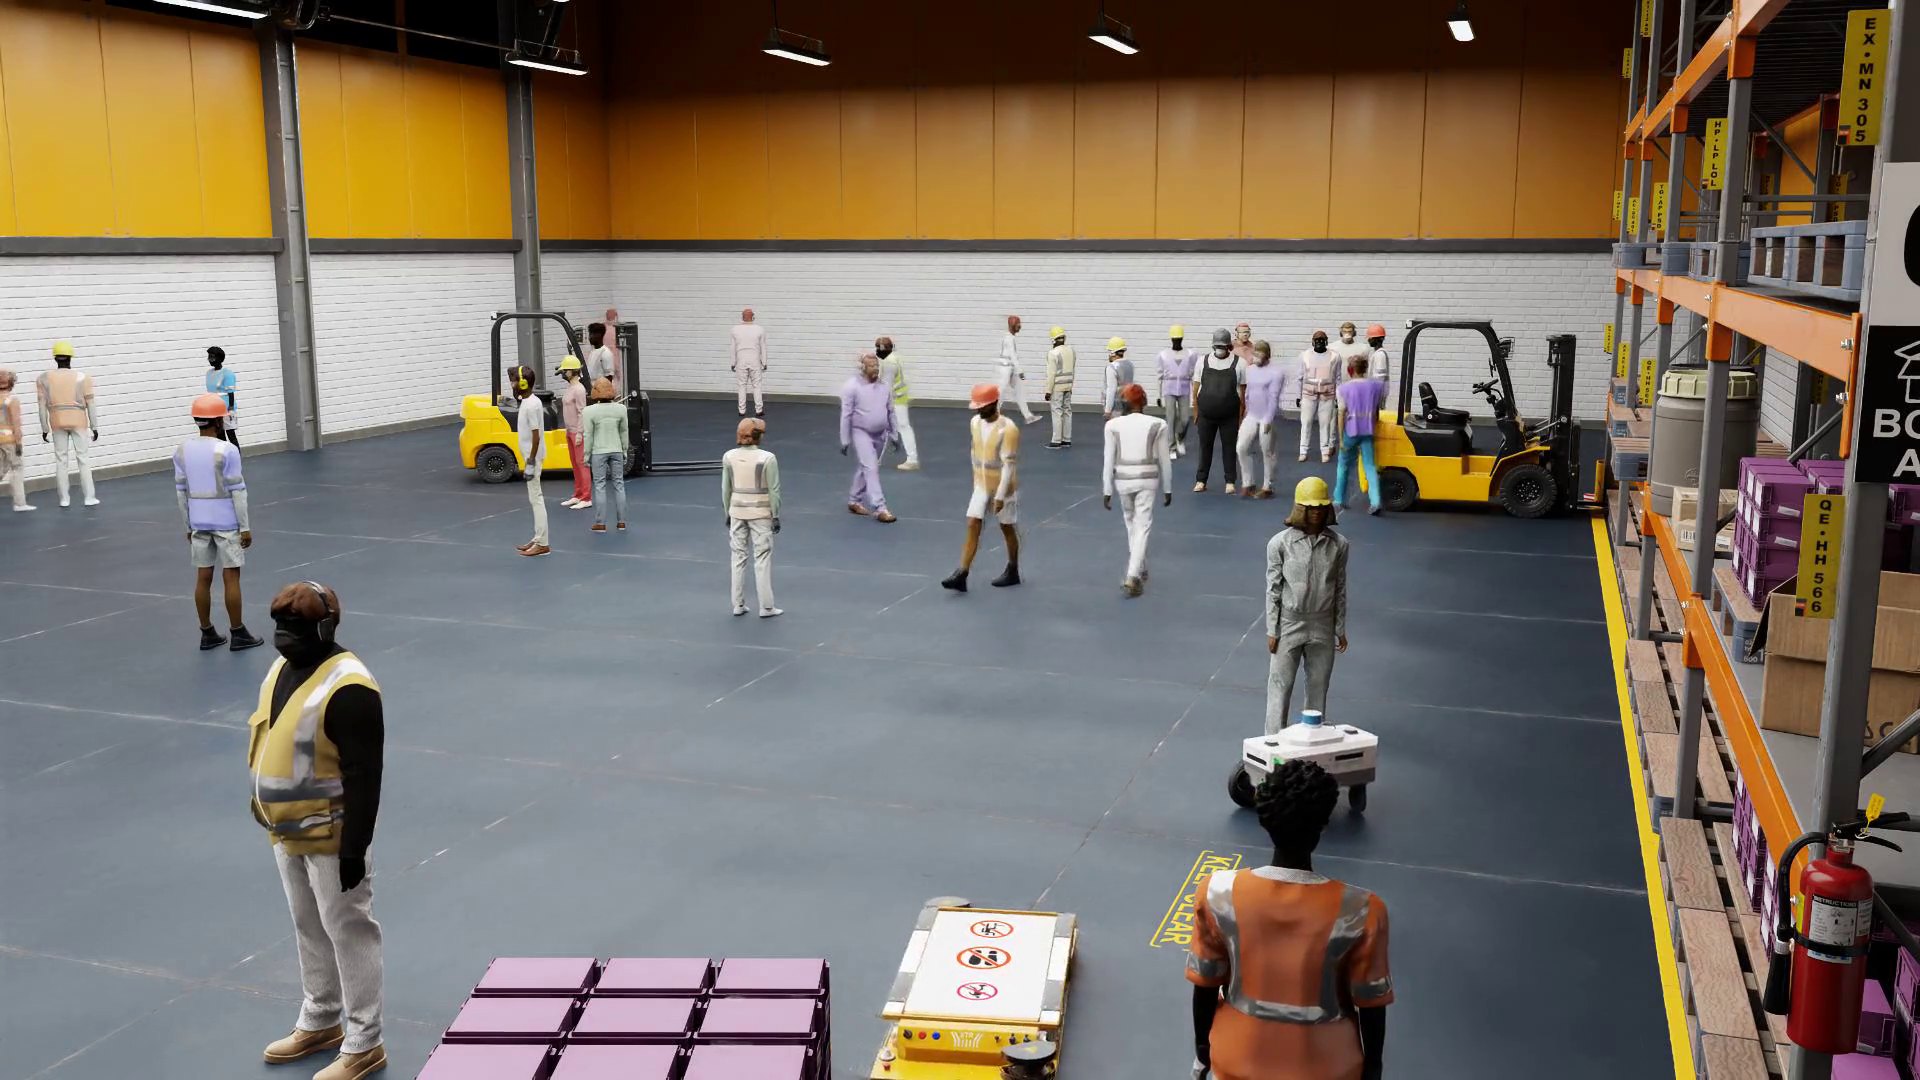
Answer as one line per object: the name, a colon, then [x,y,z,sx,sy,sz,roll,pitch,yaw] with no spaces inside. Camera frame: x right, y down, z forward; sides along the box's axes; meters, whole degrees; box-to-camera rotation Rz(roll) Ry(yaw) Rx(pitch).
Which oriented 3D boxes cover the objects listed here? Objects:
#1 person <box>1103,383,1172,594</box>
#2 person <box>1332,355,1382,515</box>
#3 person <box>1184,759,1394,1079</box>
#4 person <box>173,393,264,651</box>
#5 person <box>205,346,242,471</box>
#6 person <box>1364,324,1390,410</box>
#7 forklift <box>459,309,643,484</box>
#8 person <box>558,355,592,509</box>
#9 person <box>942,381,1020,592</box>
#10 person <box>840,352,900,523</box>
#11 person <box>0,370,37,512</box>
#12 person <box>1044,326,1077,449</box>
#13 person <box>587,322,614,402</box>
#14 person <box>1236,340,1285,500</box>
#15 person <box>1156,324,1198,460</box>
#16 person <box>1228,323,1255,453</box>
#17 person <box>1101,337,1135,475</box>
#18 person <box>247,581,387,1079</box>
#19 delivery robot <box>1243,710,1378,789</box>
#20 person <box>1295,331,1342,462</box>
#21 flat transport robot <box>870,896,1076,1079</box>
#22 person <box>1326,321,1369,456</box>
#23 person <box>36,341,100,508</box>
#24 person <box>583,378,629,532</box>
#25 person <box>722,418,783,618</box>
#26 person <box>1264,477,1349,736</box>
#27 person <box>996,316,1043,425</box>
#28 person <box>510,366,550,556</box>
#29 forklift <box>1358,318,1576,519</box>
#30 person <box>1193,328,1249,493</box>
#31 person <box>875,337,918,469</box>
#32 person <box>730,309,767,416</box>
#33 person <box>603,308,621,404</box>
person: [1.544,-0.464,14.651,0.589,1.834,1.013,3,11,19]
person: [4.514,-1.187,18.814,0.564,1.810,0.967,-2,10,-9]
person: [0.869,1.415,4.429,0.540,1.691,0.318,3,11,19]
person: [-5.556,-0.131,12.442,0.543,1.940,0.361,2,10,11]
person: [-9.861,-1.742,22.219,0.535,1.691,0.319,6,12,30]
person: [5.794,-2.036,23.183,0.375,1.934,0.548,2,10,13]
forklift: [-5.354,-1.902,21.697,2.313,2.155,1.214,-2,10,-13]
person: [-4.449,-1.242,19.187,0.315,1.768,0.526,-6,11,-29]
person: [0.235,-0.455,14.471,0.598,1.860,0.985,8,13,39]
person: [-0.992,-1.152,18.438,0.663,1.857,0.989,-9,13,-41]
person: [-10.858,-1.105,18.816,0.540,1.629,0.519,5,11,25]
person: [1.472,-2.266,24.795,0.403,1.823,0.586,9,13,41]
person: [-5.026,-2.054,23.196,0.367,1.967,0.606,-7,12,-34]
person: [3.536,-1.413,19.728,0.628,1.908,0.622,-9,13,-40]
person: [3.067,-2.093,23.540,0.607,1.916,0.431,0,10,1]
person: [4.084,-2.198,24.178,0.637,1.909,0.406,-3,10,-15]
person: [2.059,-1.759,21.910,0.404,1.830,0.600,7,12,34]
person: [-2.332,1.055,6.035,0.625,1.847,0.429,9,13,40]
delivery robot: [1.870,1.151,8.856,0.707,0.478,0.477,-5,11,-25]
person: [5.008,-2.002,23.255,0.632,1.842,0.429,2,10,11]
flat transport robot: [0.092,1.758,6.504,0.652,0.197,1.431,1,10,7]
person: [5.550,-2.175,23.959,0.659,1.937,0.363,2,10,11]
person: [-10.321,-1.336,19.268,0.594,1.922,0.386,-4,11,-20]
person: [-3.754,-0.903,17.645,0.504,1.636,0.280,-7,12,-33]
person: [-1.699,-0.177,13.558,0.516,1.636,0.314,4,11,23]
person: [1.962,0.507,9.403,0.484,1.744,0.295,-2,10,-11]
person: [0.946,-2.816,27.855,0.957,1.828,0.572,1,10,8]
person: [-4.208,-0.772,16.268,0.327,1.865,0.519,-3,10,-15]
forklift: [5.787,-1.437,19.079,2.313,2.155,1.214,3,11,19]
person: [3.174,-1.588,20.363,0.679,2.000,0.537,3,10,15]
person: [-0.960,-1.853,22.620,0.829,1.778,0.651,-1,10,-3]
person: [-3.747,-3.148,29.530,0.652,1.906,0.402,0,10,-2]
person: [-6.271,-3.229,30.038,0.645,1.892,0.463,2,10,11]
